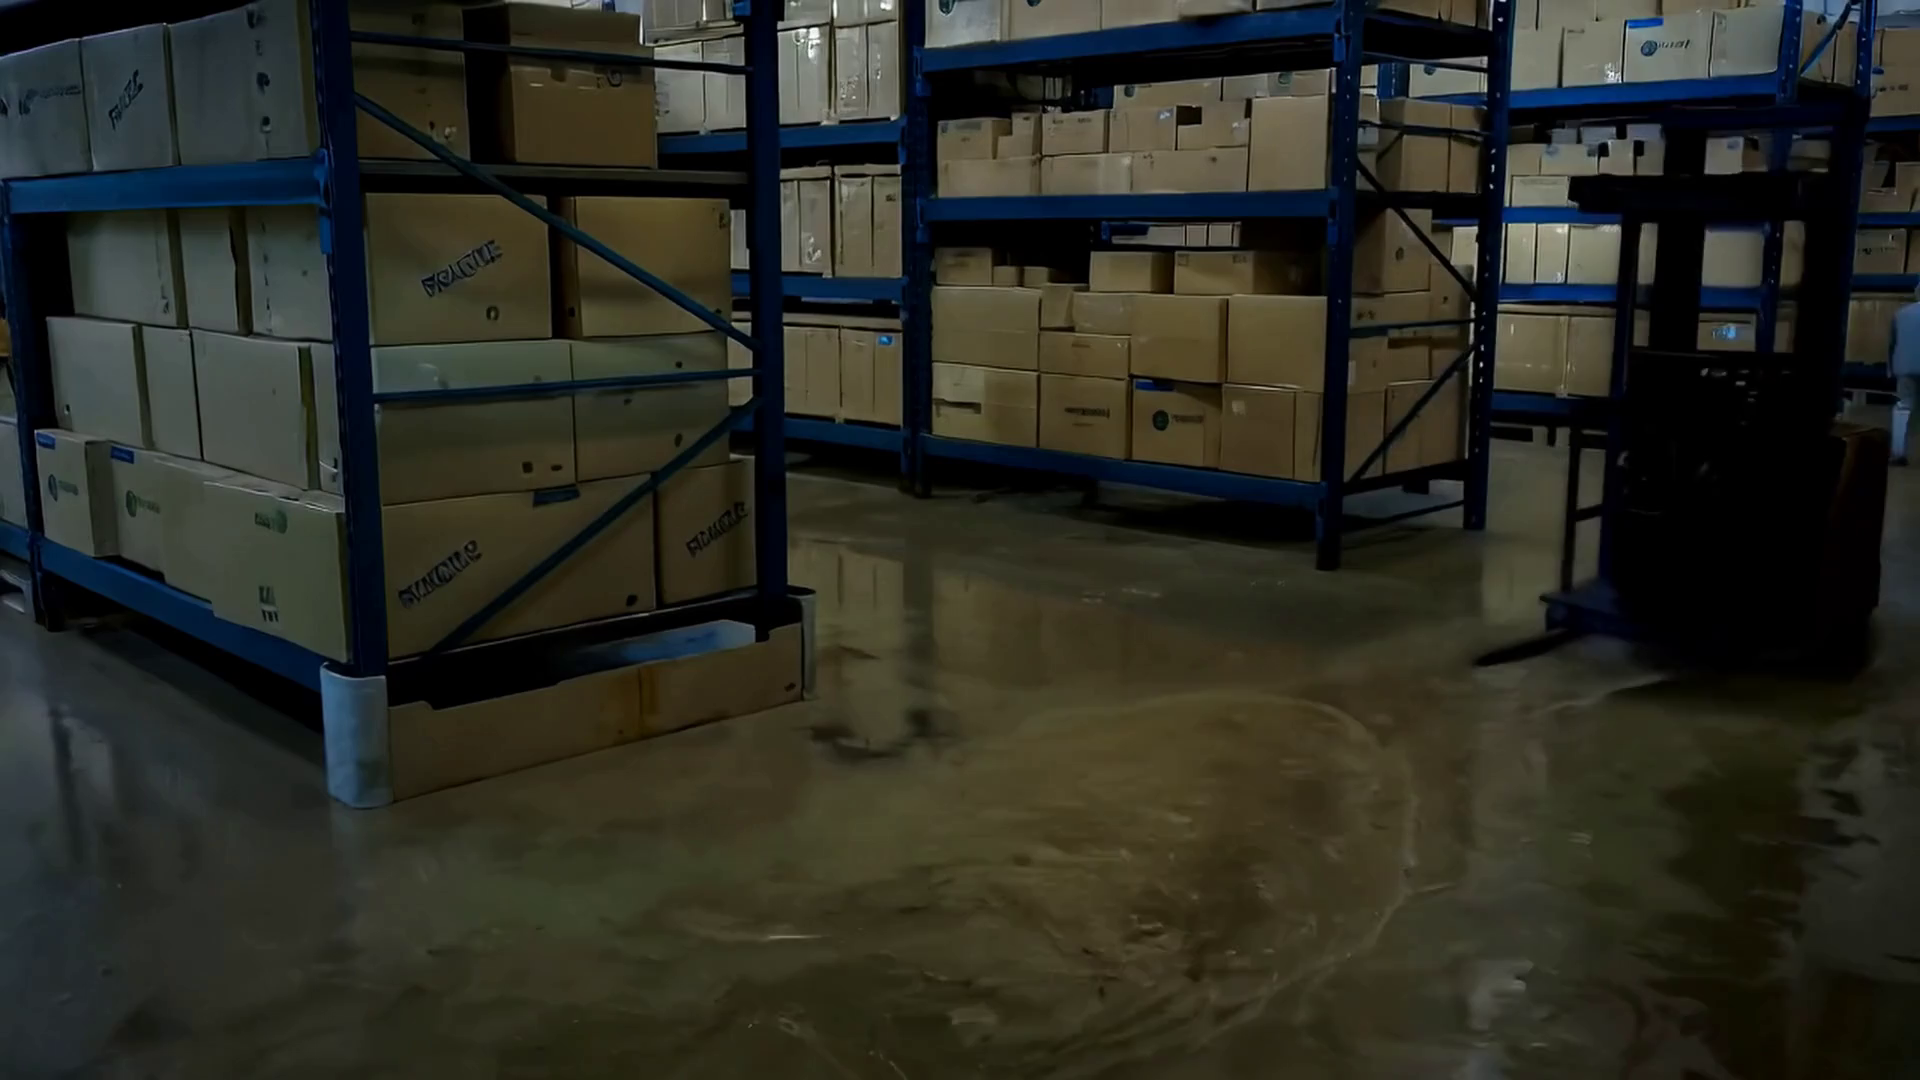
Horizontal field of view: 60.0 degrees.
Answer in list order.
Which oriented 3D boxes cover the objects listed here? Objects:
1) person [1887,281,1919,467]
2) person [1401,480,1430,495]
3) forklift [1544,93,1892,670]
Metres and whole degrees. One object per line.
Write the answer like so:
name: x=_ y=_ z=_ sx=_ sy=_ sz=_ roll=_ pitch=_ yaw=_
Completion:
person: x=8.905 y=-1.570 z=15.418 sx=0.986 sy=1.777 sz=0.607 roll=-10 pitch=14 yaw=-43
person: x=3.742 y=-1.354 z=13.836 sx=0.578 sy=1.920 sz=0.653 roll=-5 pitch=11 yaw=-24
forklift: x=4.151 y=-0.912 z=8.825 sx=1.873 sy=2.768 sz=1.129 roll=-10 pitch=14 yaw=-44
